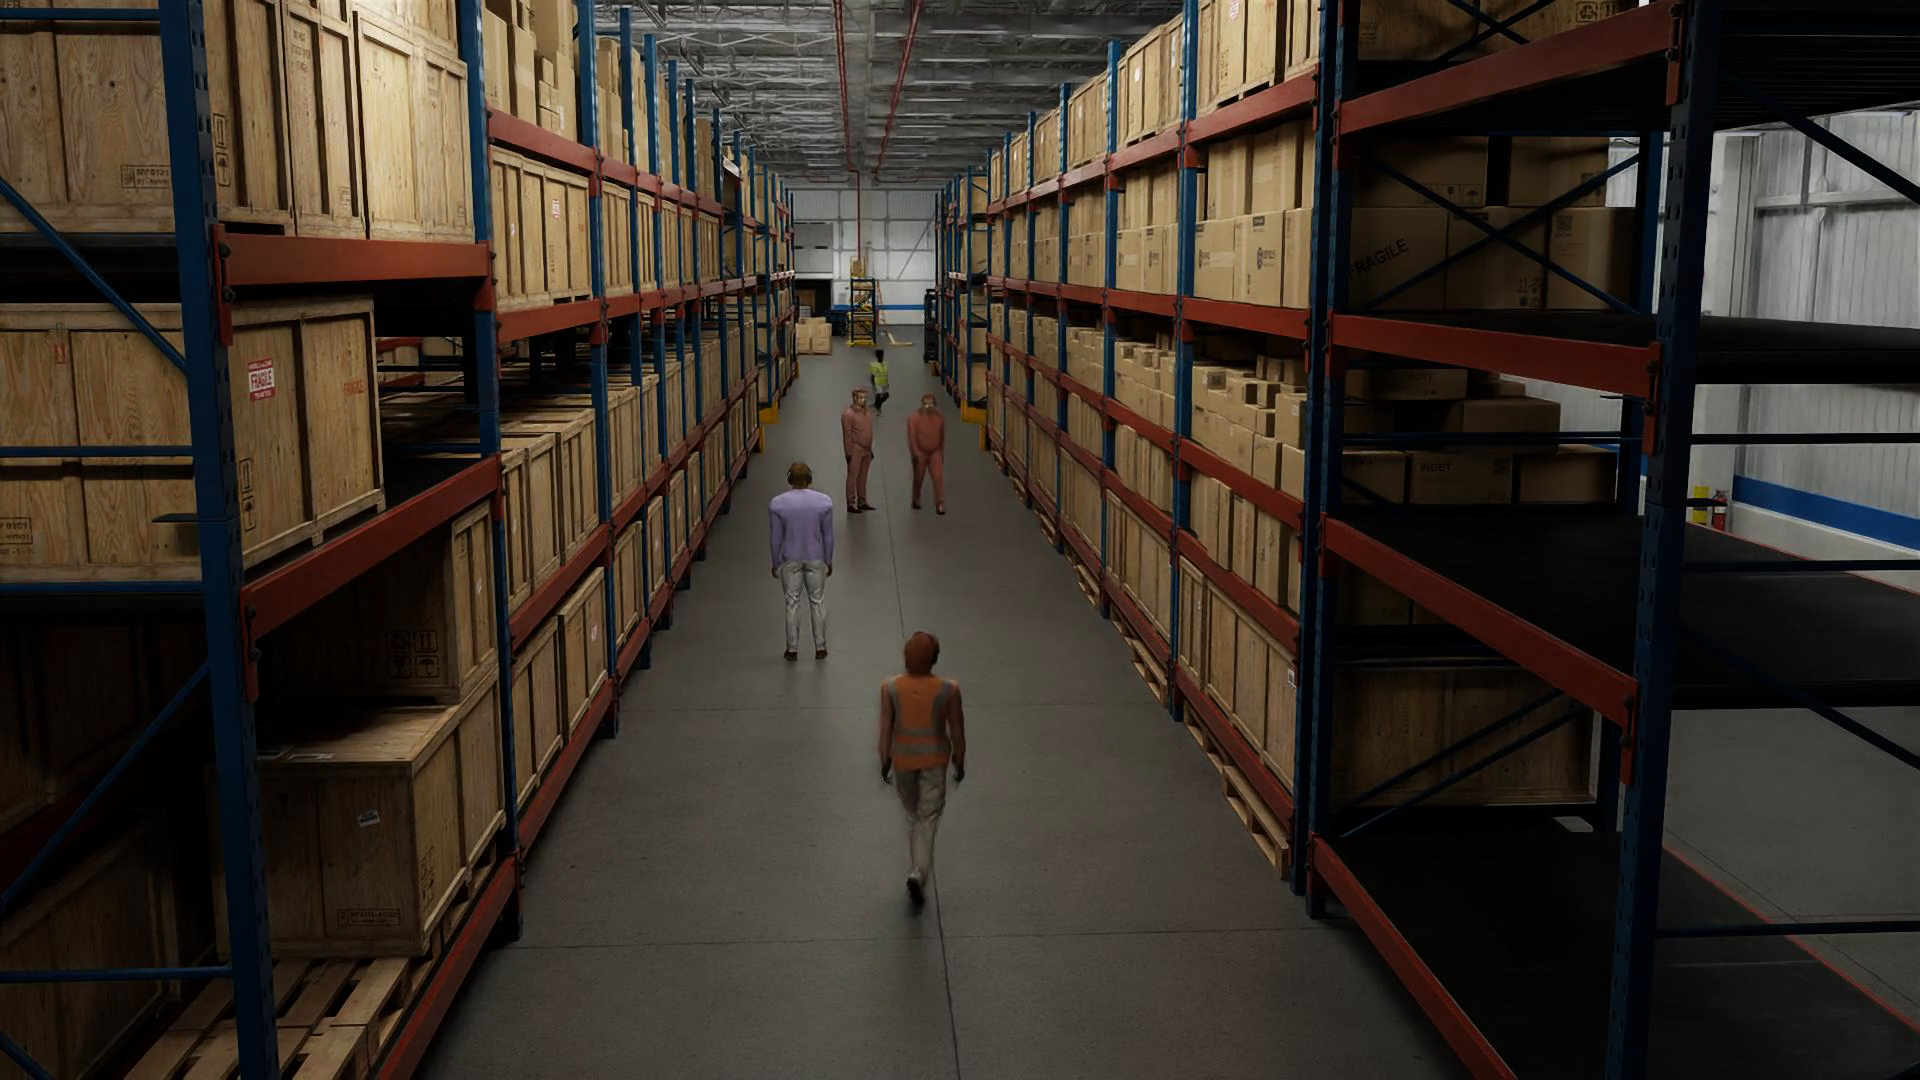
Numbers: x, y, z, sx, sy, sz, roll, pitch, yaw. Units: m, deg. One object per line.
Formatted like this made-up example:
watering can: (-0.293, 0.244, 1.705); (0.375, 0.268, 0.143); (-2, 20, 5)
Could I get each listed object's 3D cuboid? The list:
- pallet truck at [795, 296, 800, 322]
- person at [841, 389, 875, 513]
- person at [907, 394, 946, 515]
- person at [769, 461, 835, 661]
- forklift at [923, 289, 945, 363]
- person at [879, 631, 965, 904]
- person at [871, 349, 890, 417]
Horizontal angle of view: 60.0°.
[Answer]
pallet truck: (-8.622, -12.439, 91.403); (1.885, 1.965, 0.823); (2, 10, 13)
person: (-1.535, -1.376, 25.593); (0.405, 1.906, 0.653); (6, 11, 33)
person: (-0.526, -1.340, 25.572); (0.645, 1.857, 0.942); (-3, 10, -18)
person: (-1.523, 0.209, 16.046); (0.627, 1.933, 0.371); (-2, 10, -10)
forklift: (-0.820, -8.149, 63.148); (1.129, 2.768, 1.873); (-1, 10, -3)
person: (-0.243, 1.367, 10.101); (0.524, 1.611, 0.754); (2, 10, 11)
person: (-1.986, -3.906, 41.342); (0.545, 1.685, 0.391); (-8, 13, -41)
